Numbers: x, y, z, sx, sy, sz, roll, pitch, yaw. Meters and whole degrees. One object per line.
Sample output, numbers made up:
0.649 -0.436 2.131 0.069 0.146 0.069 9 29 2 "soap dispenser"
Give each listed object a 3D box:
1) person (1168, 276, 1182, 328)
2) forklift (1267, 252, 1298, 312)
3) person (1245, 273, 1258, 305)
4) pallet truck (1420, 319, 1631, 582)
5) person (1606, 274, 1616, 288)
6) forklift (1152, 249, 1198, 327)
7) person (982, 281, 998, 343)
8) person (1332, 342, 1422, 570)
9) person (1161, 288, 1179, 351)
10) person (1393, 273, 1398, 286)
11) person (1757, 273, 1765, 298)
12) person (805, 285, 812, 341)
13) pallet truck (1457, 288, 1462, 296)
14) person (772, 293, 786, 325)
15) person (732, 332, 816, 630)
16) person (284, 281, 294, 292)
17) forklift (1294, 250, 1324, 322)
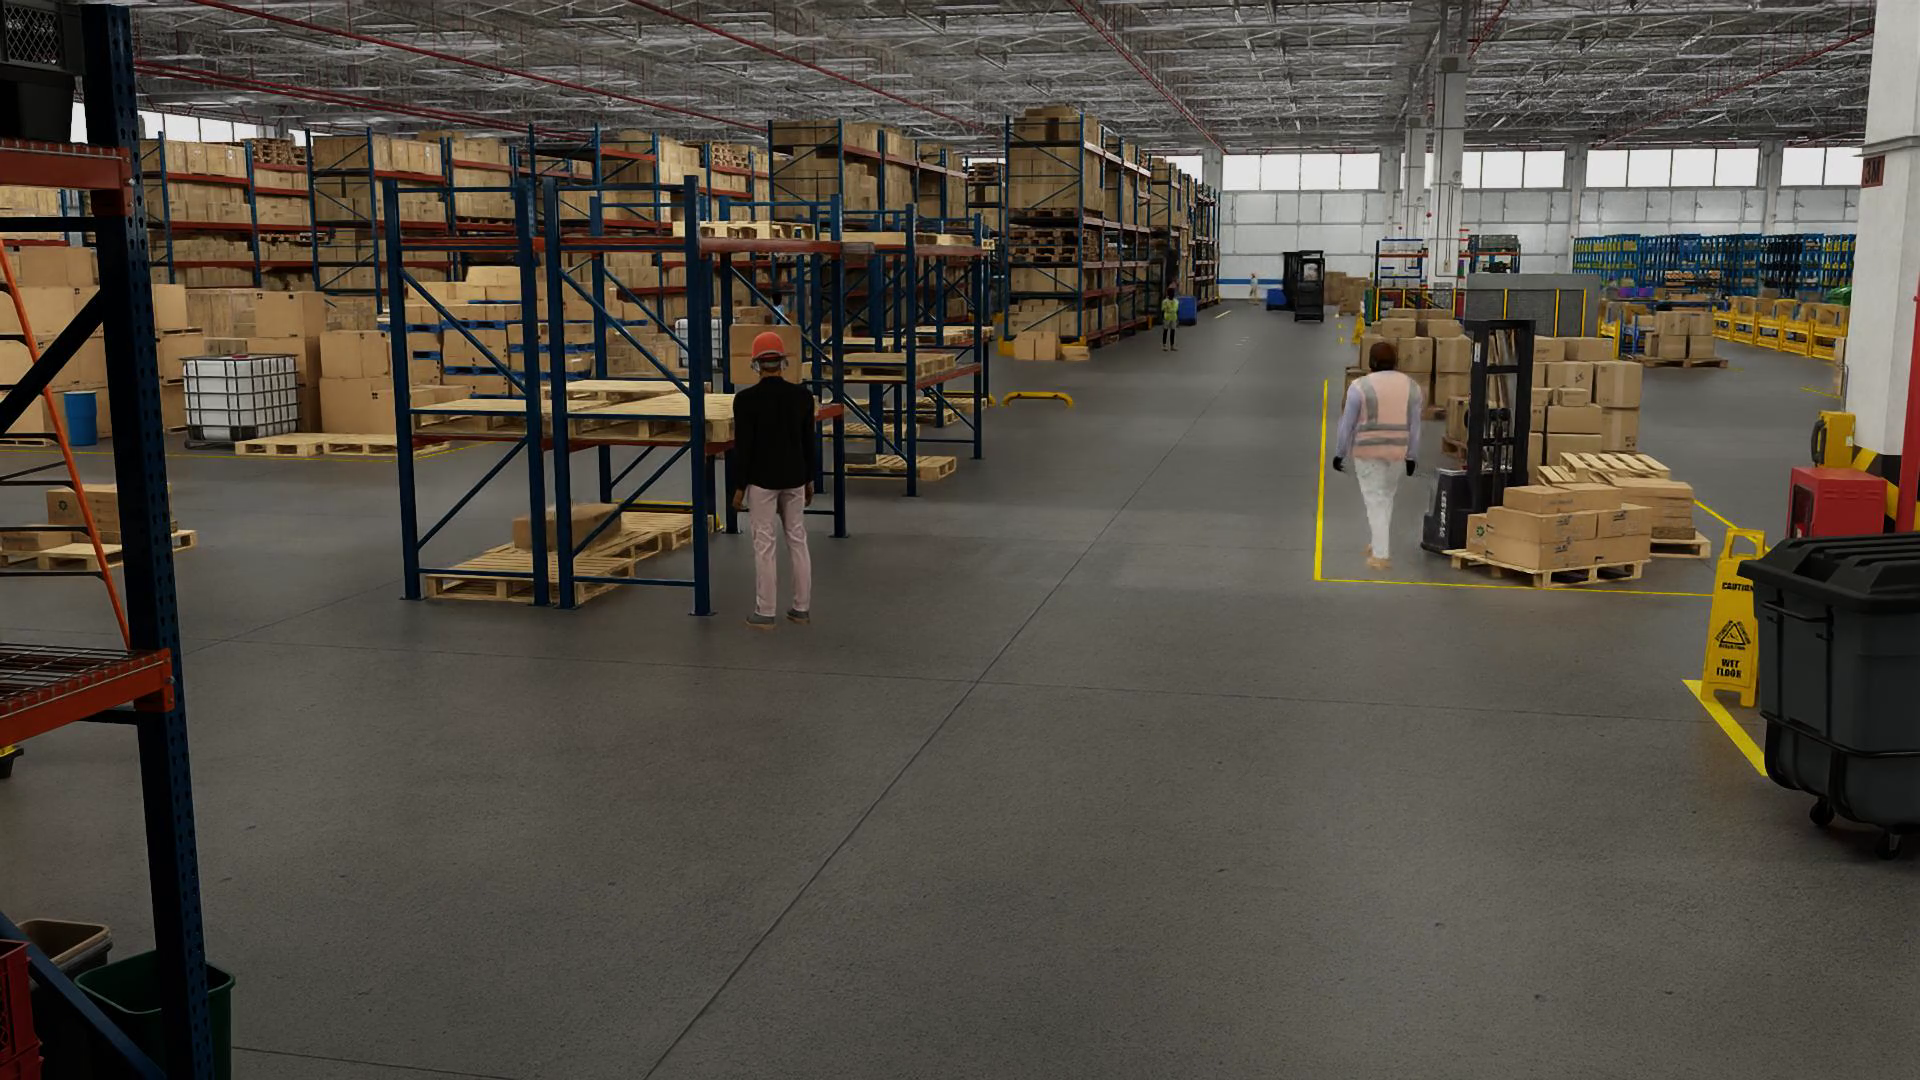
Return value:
7.791 -8.556 59.831 0.713 1.873 0.684 -1 10 -5 "person"
15.441 -12.095 77.828 1.873 2.768 1.129 8 12 39 "forklift"
15.859 -13.586 90.127 0.559 1.702 0.904 -7 12 -35 "person"
4.543 -0.757 13.299 0.823 1.965 1.885 -4 10 -22 "pallet truck"
25.741 -9.539 65.651 1.037 1.895 0.609 4 10 20 "person"
7.741 -9.231 60.868 1.873 2.768 1.129 2 10 12 "forklift"
0.833 -6.819 49.577 0.593 1.880 1.015 1 10 4 "person"
3.340 -0.693 13.489 0.640 1.810 0.824 -3 10 -15 "person"
5.701 -5.982 45.116 0.539 1.700 0.317 -4 10 -22 "person"
23.070 -13.271 88.185 0.485 1.734 0.346 -7 12 -37 "person"
38.332 -11.825 79.396 0.691 1.806 0.620 7 12 34 "person"
-3.893 -5.395 41.267 0.913 1.868 0.709 -2 10 -11 "person"
20.506 -9.785 68.819 0.653 1.274 1.630 2 10 12 "pallet truck"
-4.231 -4.918 38.839 0.320 1.693 0.531 0 10 2 "person"
-1.255 -0.393 11.163 0.612 1.991 0.392 -7 12 -34 "person"
-17.238 -5.708 42.839 0.450 1.920 0.647 3 10 19 "person"
13.778 -10.002 65.433 1.129 2.768 1.873 2 10 12 "forklift"
